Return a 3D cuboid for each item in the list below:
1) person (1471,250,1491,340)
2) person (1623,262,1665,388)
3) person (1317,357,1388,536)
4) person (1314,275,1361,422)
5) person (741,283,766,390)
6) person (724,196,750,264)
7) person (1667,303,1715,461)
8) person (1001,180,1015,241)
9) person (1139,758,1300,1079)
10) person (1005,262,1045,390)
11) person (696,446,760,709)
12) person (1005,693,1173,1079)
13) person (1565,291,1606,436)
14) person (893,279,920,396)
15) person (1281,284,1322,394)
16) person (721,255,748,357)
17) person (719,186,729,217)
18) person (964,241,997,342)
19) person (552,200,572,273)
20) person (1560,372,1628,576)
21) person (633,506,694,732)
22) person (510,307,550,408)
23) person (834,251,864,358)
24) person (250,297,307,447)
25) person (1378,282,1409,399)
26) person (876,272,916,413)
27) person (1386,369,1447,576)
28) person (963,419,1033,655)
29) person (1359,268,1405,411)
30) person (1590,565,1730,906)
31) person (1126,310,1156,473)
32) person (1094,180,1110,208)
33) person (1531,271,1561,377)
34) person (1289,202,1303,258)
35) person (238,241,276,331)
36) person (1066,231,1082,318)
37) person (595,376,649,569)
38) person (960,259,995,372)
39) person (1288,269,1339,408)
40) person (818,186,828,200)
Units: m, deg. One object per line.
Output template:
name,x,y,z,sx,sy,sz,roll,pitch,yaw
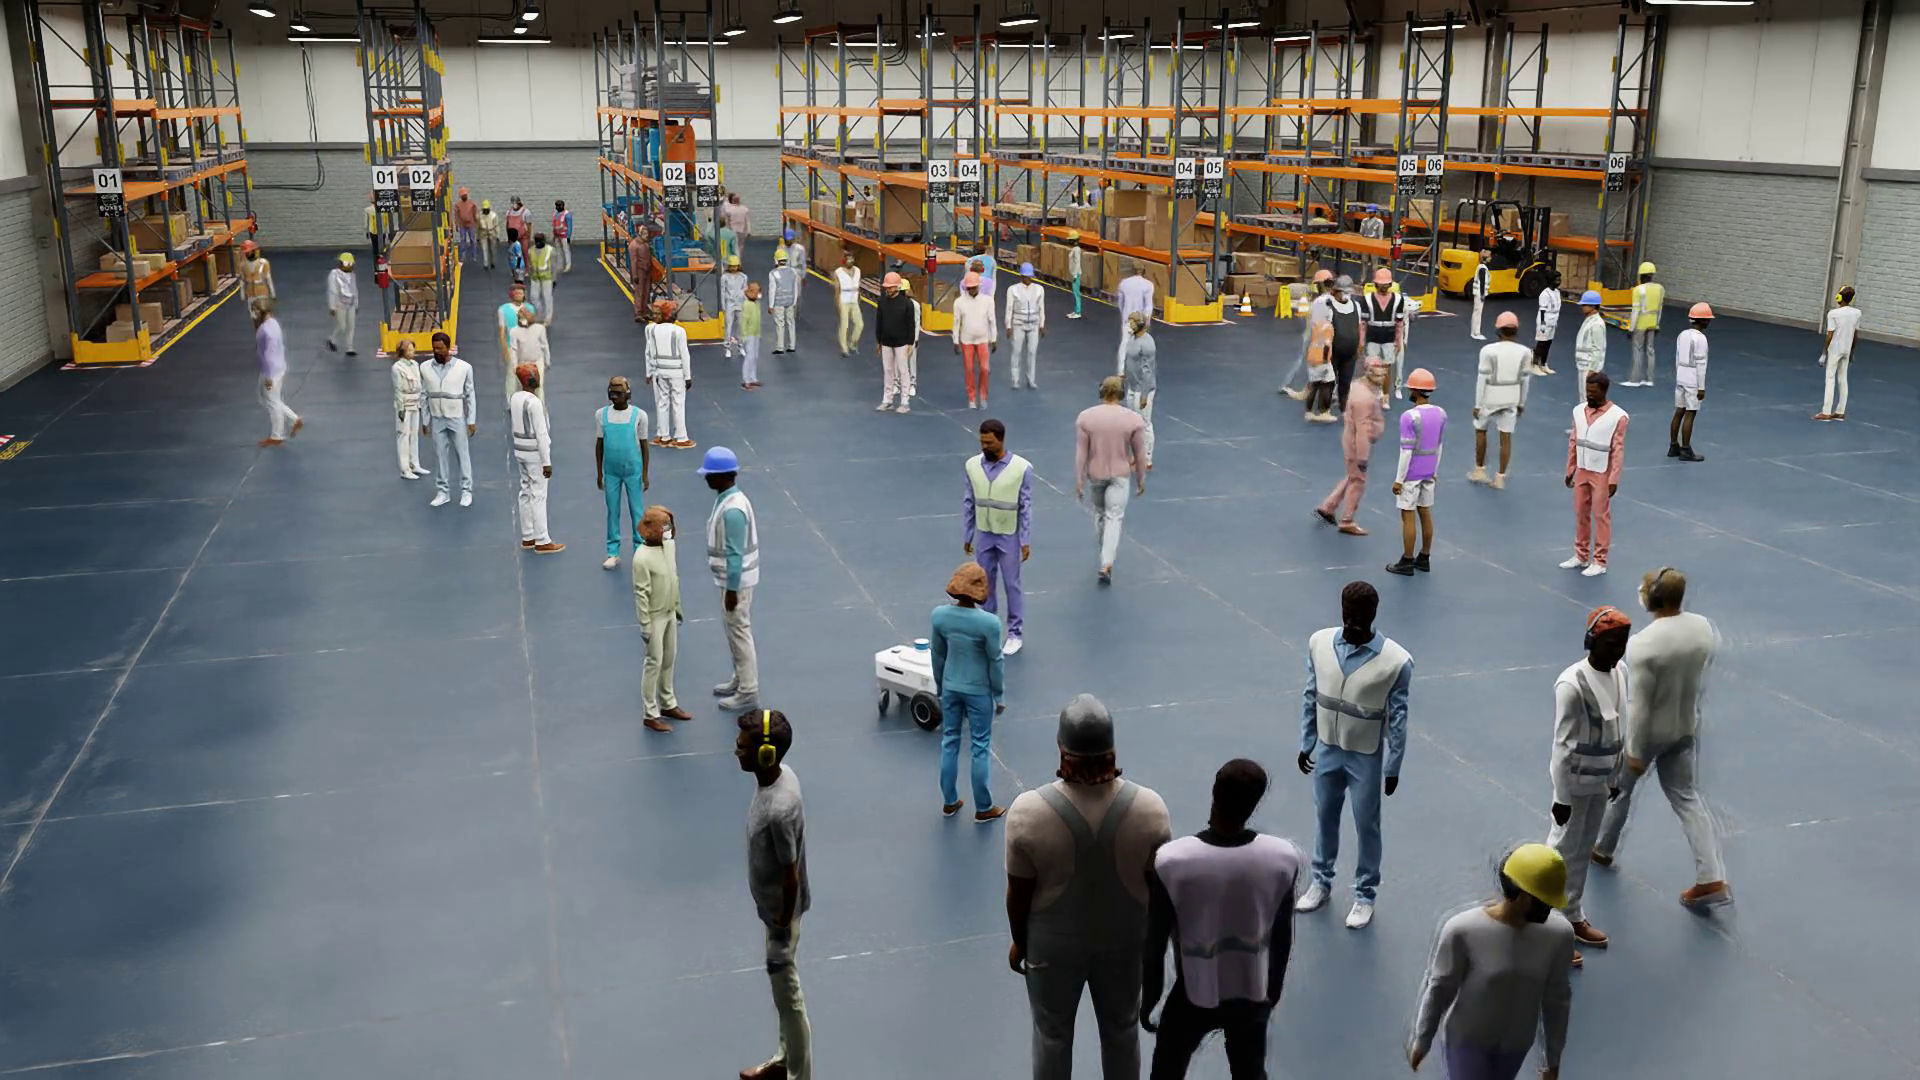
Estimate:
person,9.645,-4.540,30.788,0.312,1.642,0.512,3,15,13
person,10.533,-3.319,25.648,0.594,1.922,0.387,-6,16,-22
person,3.998,-0.955,16.880,0.632,1.864,0.701,4,15,14
person,5.217,-2.632,22.842,0.684,2.000,0.535,-5,16,-18
person,-3.186,-3.121,25.481,0.297,1.624,0.538,6,16,21
person,-5.927,-8.140,43.897,0.678,1.860,0.951,-7,16,-24
person,9.002,-1.944,20.447,0.360,1.939,0.543,-2,15,-6
person,1.522,-10.287,51.939,0.401,1.894,0.652,6,16,21
person,1.021,1.769,6.628,0.644,1.878,0.651,-3,15,-11
person,1.000,-3.271,25.425,0.615,1.945,0.404,-4,15,-13
person,-1.677,0.267,12.139,0.429,1.936,0.628,-3,15,-13
person,0.506,1.598,6.924,0.682,2.000,0.537,-2,15,-6
person,8.174,-2.269,21.651,0.406,1.947,0.606,2,15,9
person,-0.841,-3.033,24.921,0.487,1.744,0.297,4,15,13
person,5.270,-3.010,24.889,0.878,1.719,0.511,5,16,17
person,-3.867,-4.022,28.656,0.493,1.741,0.326,-7,16,-24
person,-7.046,-9.613,49.508,0.341,1.840,0.503,-14,20,-41
person,0.356,-4.513,30.315,0.629,1.840,0.430,-7,16,-24
person,-10.182,-7.757,42.509,0.621,1.845,0.429,10,18,34
person,5.932,-0.628,15.567,0.411,1.907,0.600,-8,17,-27
person,-2.104,0.546,11.686,0.293,1.623,0.507,5,16,18
person,-5.895,-2.408,22.856,0.526,1.587,0.830,-3,15,-13
person,-1.884,-4.028,28.490,0.607,1.825,0.550,-14,20,-42
person,-8.747,-2.141,21.216,0.496,1.922,0.641,-7,16,-23
person,6.389,-2.956,24.664,0.490,1.730,0.324,3,15,10
person,-0.932,-2.797,23.553,0.622,1.989,0.399,8,17,28
person,4.242,-0.632,15.511,0.552,1.937,0.359,-10,18,-33
person,0.304,-0.042,13.362,0.611,1.905,0.412,8,17,27
person,5.990,-2.848,23.688,0.606,2.033,0.418,2,15,8
person,3.902,1.069,9.208,0.639,1.905,1.002,-6,16,-23
person,2.141,-1.770,19.823,0.371,1.932,0.622,-4,15,-14
person,4.493,-10.422,52.462,0.678,1.878,0.608,12,19,38
person,9.433,-3.474,26.686,0.321,1.690,0.533,14,20,42
person,8.754,-7.859,43.058,0.341,1.760,0.530,-8,17,-26
person,-12.528,-4.349,29.548,0.585,1.907,0.685,-1,15,-3
person,2.296,-5.380,33.710,0.347,1.761,0.556,0,15,-1
person,-3.183,-0.632,15.694,0.514,1.843,0.345,0,15,0
person,0.275,-3.603,26.866,0.564,1.846,0.393,-1,15,-2
person,5.279,-2.894,23.975,1.061,1.978,0.624,12,19,39
person,-4.287,-10.092,51.518,0.387,1.720,0.512,-5,16,-18
